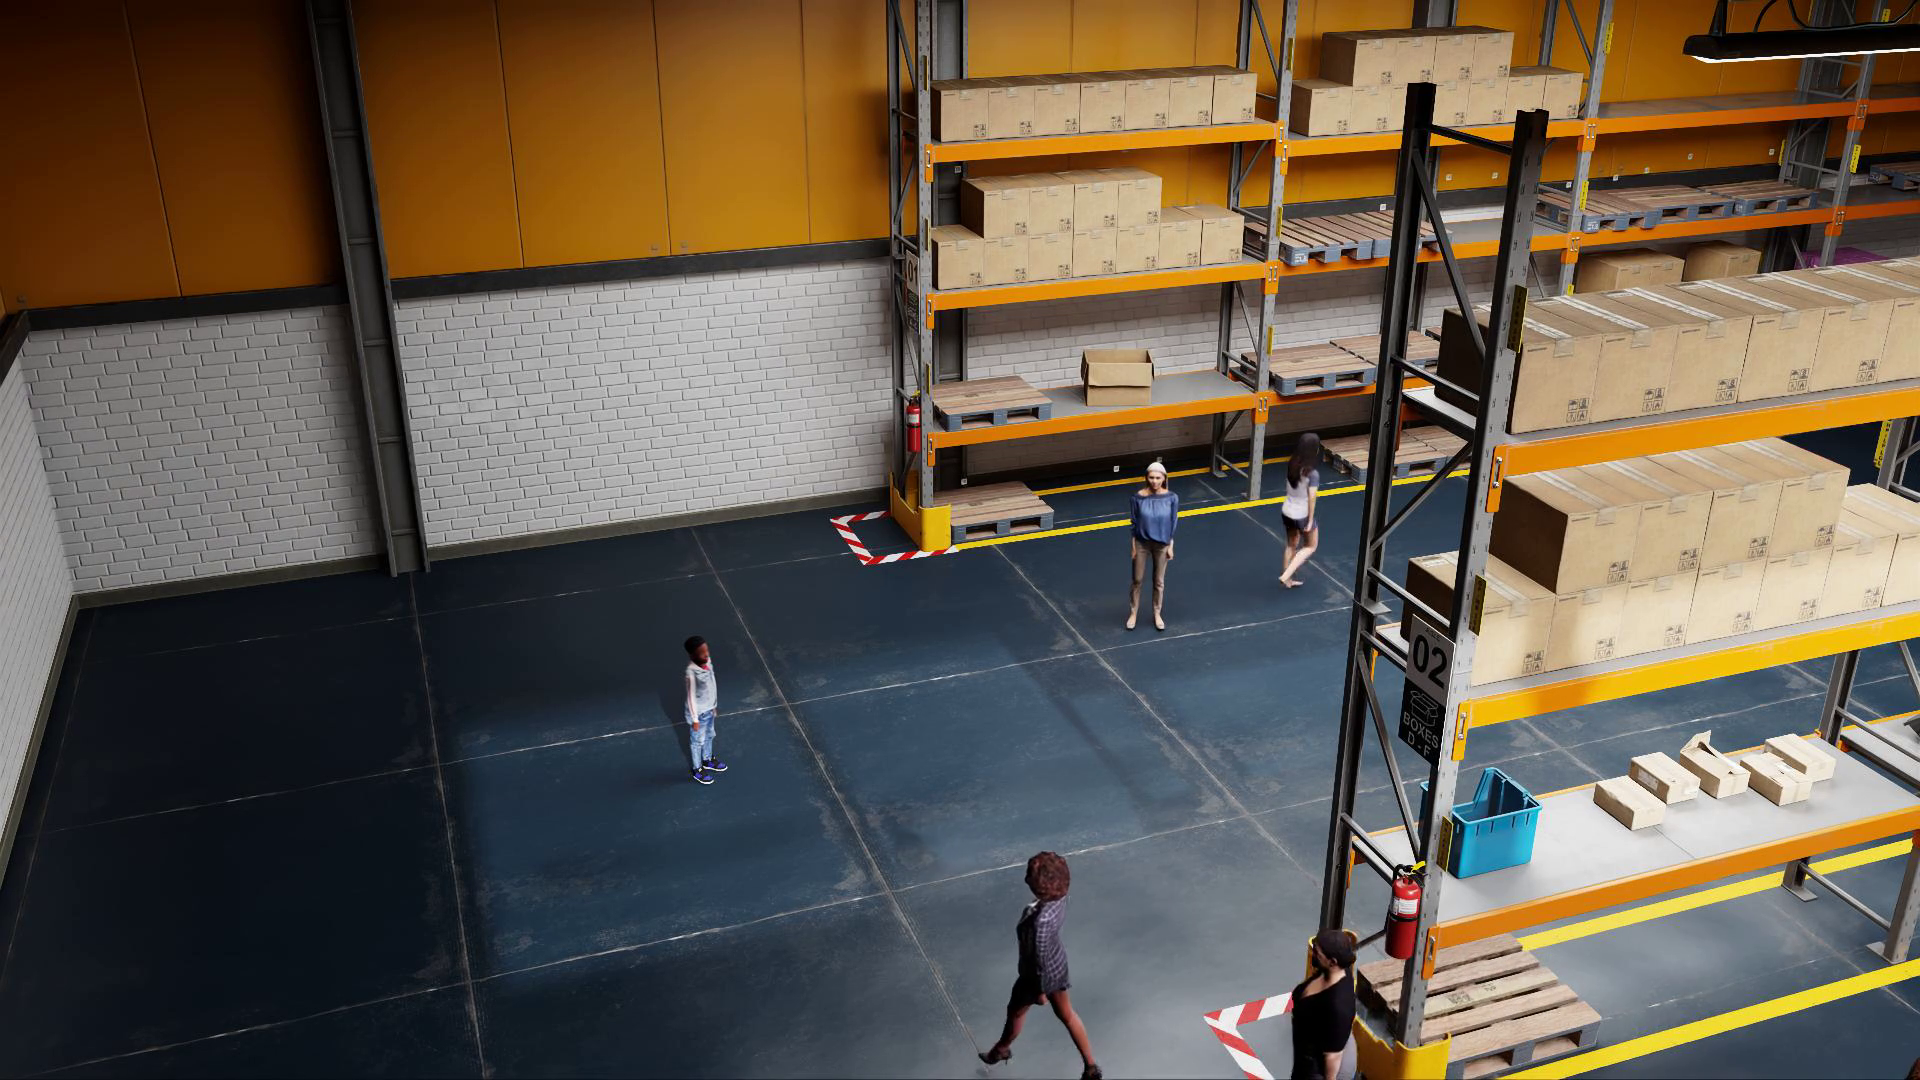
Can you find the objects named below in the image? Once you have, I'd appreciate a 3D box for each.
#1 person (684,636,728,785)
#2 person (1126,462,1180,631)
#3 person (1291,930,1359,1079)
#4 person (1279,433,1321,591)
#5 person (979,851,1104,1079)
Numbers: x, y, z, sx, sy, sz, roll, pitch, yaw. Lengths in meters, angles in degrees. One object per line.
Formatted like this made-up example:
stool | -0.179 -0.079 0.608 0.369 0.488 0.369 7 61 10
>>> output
person | -2.107 1.347 13.533 0.629 1.261 0.571 10 26 22
person | 1.838 0.047 15.962 0.631 1.697 0.754 1 24 2
person | 2.124 2.936 9.287 0.894 1.750 0.840 3 24 8
person | 3.331 -0.243 16.635 0.746 1.691 0.695 -16 28 -32
person | 0.590 2.650 10.057 1.116 1.658 1.074 11 26 24
